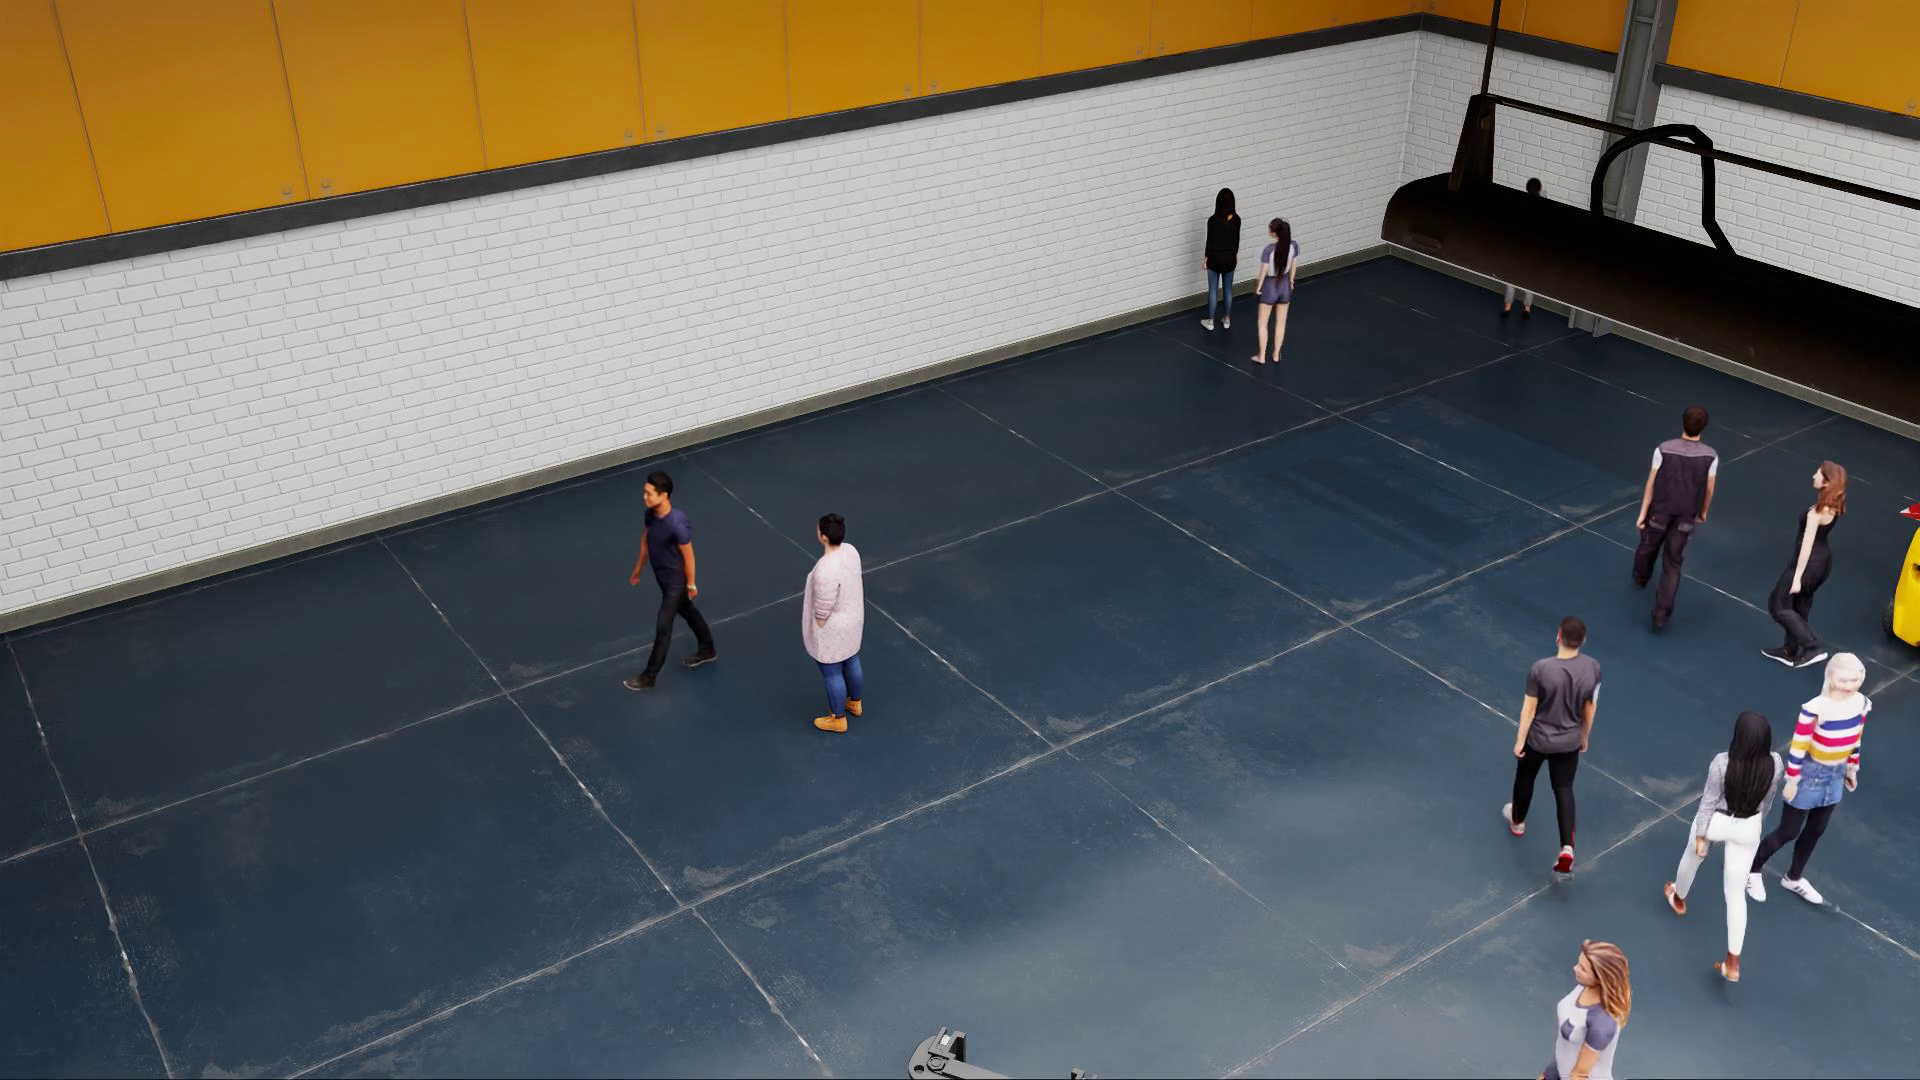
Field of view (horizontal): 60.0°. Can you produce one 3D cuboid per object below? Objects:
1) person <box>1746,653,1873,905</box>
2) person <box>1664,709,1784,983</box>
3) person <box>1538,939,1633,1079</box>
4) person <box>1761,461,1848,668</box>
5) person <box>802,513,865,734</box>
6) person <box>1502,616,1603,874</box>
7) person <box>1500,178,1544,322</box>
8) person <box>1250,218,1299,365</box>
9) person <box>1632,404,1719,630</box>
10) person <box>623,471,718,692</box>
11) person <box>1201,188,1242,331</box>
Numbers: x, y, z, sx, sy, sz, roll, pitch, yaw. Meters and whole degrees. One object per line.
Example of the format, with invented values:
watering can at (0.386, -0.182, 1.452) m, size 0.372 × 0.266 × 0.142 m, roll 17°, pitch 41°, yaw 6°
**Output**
person at (5.275, 1.456, 10.288) m, size 0.738 × 1.813 × 0.733 m, roll -12°, pitch 31°, yaw -21°
person at (4.562, 1.795, 9.803) m, size 1.129 × 1.682 × 1.199 m, roll 4°, pitch 29°, yaw 8°
person at (3.134, 2.668, 8.163) m, size 0.772 × 1.720 × 0.712 m, roll 5°, pitch 29°, yaw 9°
person at (6.527, 0.233, 12.610) m, size 0.645 × 1.736 × 0.778 m, roll -25°, pitch 37°, yaw -38°
person at (-0.890, 0.575, 11.976) m, size 0.794 × 1.743 × 0.788 m, roll 14°, pitch 31°, yaw 23°
person at (3.804, 1.320, 10.612) m, size 1.017 × 1.742 × 1.168 m, roll 0°, pitch 29°, yaw 0°
person at (6.540, -3.356, 19.252) m, size 0.714 × 1.677 × 0.779 m, roll 6°, pitch 29°, yaw 10°
person at (3.443, -2.718, 18.121) m, size 0.671 × 1.640 × 0.635 m, roll -3°, pitch 29°, yaw -5°
person at (5.689, -0.153, 13.253) m, size 1.226 × 1.799 × 1.186 m, roll 10°, pitch 30°, yaw 17°
person at (-2.088, 0.260, 12.552) m, size 0.725 × 1.745 × 0.995 m, roll -19°, pitch 34°, yaw -30°
person at (2.996, -3.220, 19.034) m, size 0.638 × 1.647 × 0.641 m, roll -5°, pitch 29°, yaw -9°
